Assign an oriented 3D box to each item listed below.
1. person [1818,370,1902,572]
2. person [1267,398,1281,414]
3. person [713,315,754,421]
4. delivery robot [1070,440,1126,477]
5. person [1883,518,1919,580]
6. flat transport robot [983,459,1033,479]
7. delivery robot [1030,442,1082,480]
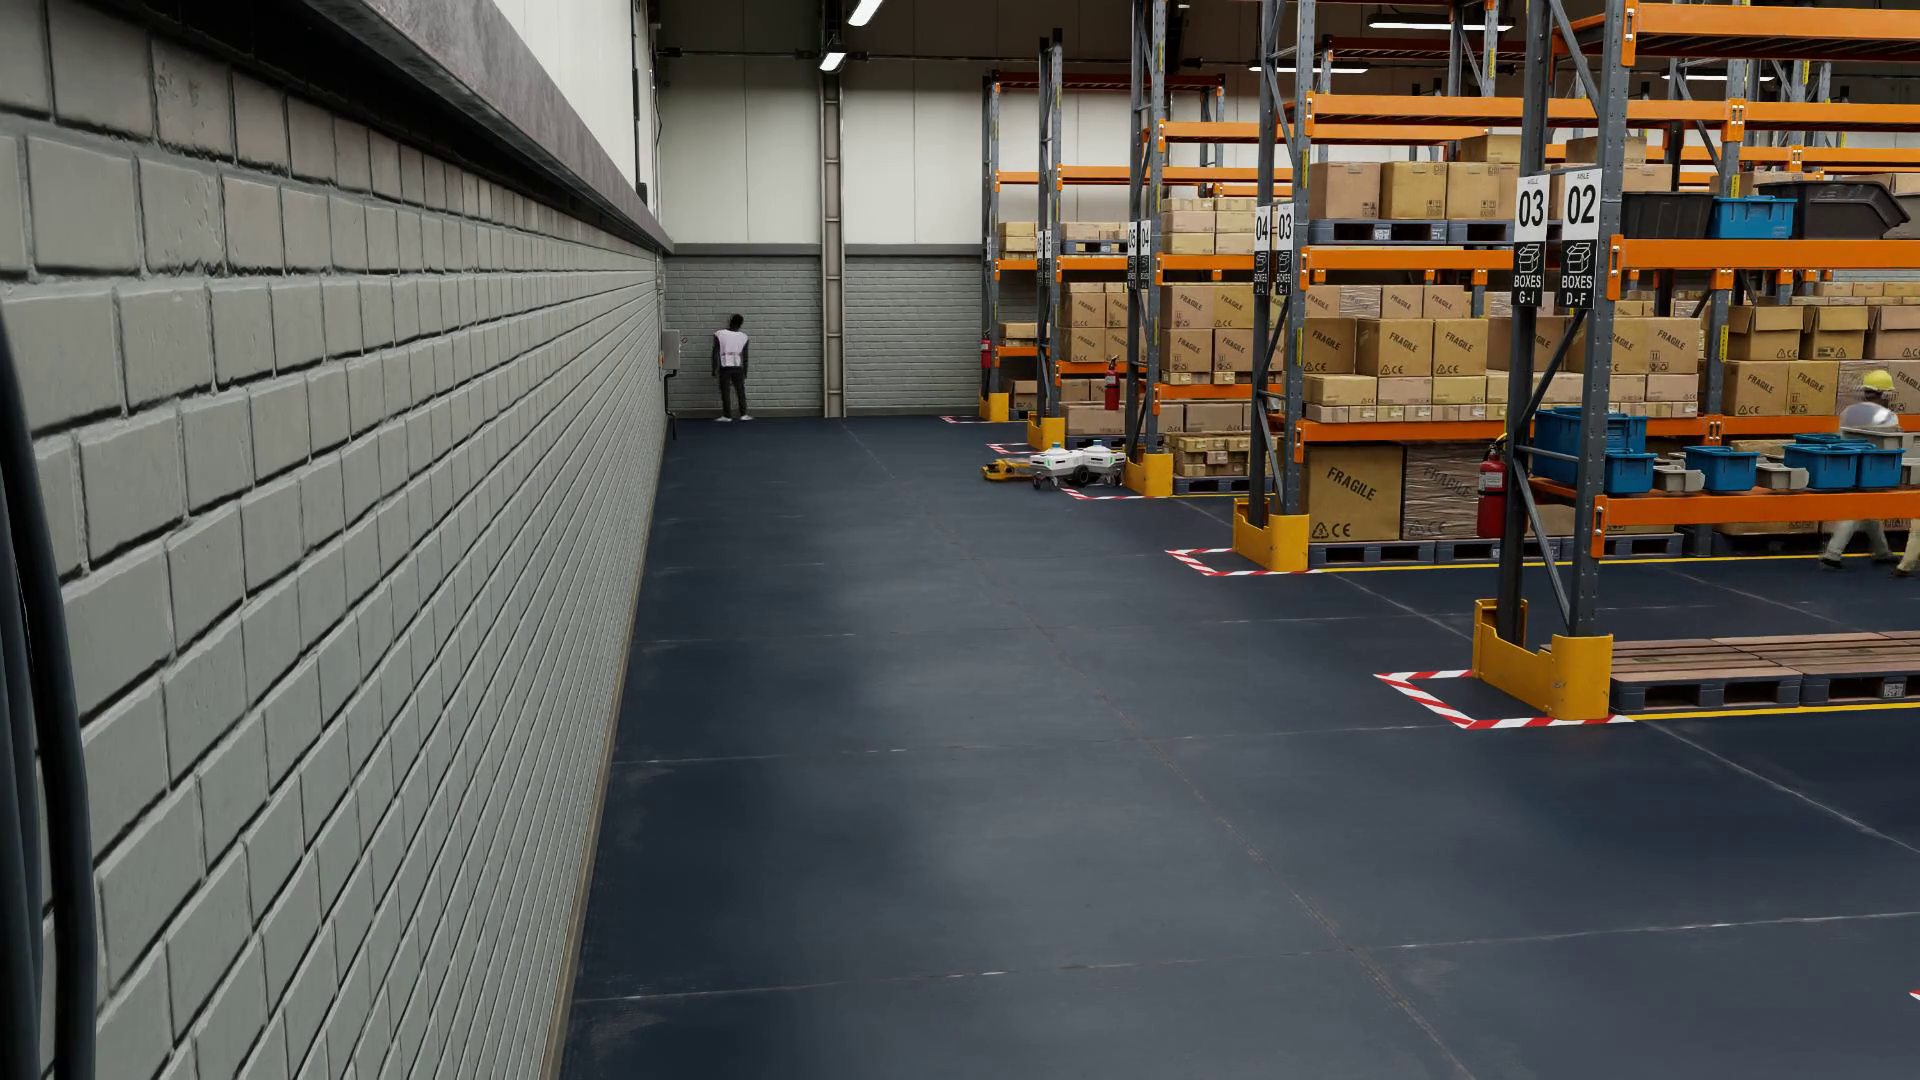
[{"bbox_3d":[7.990,-0.596,14.624,0.955,1.786,0.607,-2,9,-11],"label":"person"},{"bbox_3d":[4.568,-2.237,24.261,0.360,1.939,0.543,-4,10,-21],"label":"person"},{"bbox_3d":[-3.997,-3.012,29.259,0.700,1.877,0.367,-3,10,-20],"label":"person"},{"bbox_3d":[1.695,-0.990,20.538,0.707,0.478,0.477,8,12,41],"label":"delivery robot"},{"bbox_3d":[8.430,-0.429,14.232,0.881,1.589,0.505,-2,9,-14],"label":"person"},{"bbox_3d":[1.028,-0.921,21.270,1.431,0.197,0.652,-1,9,-4],"label":"flat transport robot"},{"bbox_3d":[1.170,-0.944,20.254,0.477,0.478,0.707,8,12,42],"label":"delivery robot"}]
